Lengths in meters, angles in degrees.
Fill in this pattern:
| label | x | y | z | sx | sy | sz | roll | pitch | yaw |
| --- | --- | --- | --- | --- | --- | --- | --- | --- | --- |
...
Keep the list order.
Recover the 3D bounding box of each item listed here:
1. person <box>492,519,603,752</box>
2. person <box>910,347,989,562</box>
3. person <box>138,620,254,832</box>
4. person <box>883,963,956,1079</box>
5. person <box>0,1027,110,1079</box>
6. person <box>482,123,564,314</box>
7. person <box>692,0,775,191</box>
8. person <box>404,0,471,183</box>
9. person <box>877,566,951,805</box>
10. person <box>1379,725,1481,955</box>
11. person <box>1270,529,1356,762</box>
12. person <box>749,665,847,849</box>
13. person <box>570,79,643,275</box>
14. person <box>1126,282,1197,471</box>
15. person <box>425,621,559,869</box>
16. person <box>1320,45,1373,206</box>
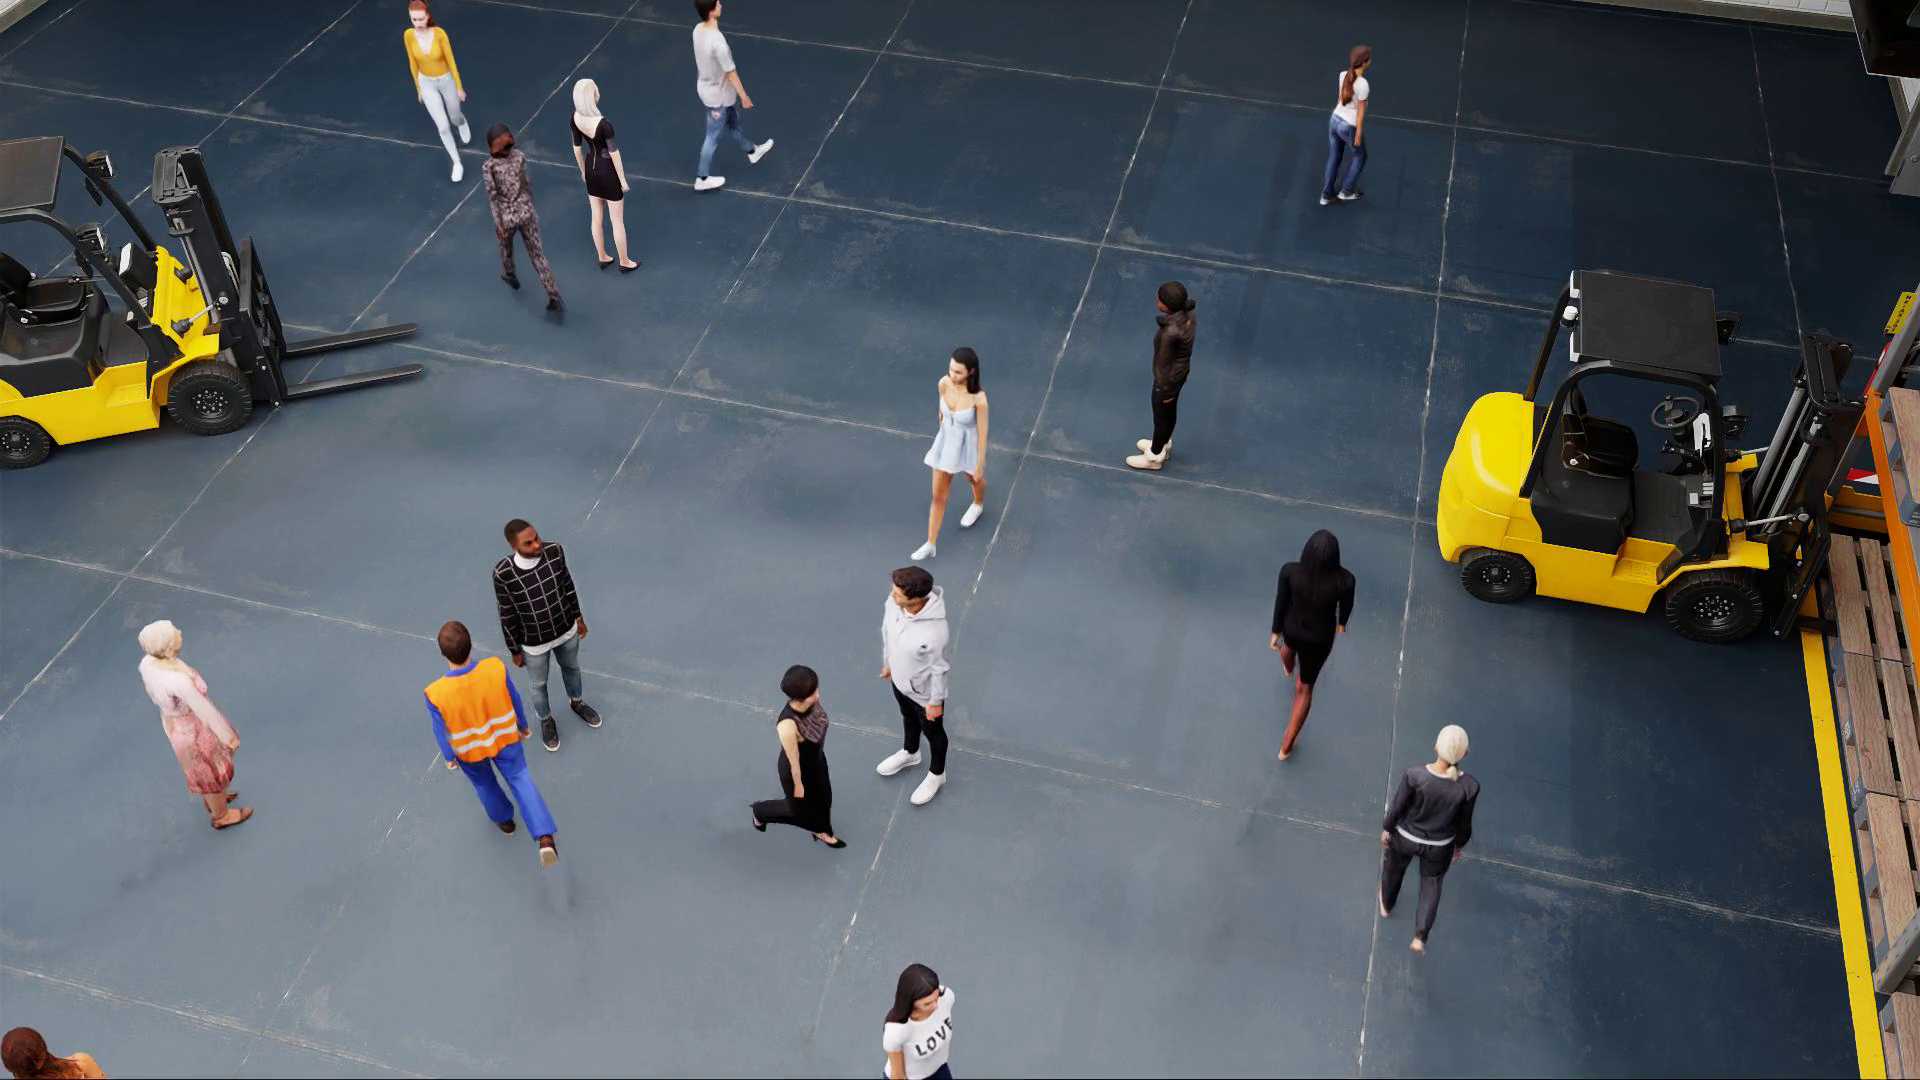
| label | x | y | z | sx | sy | sz | roll | pitch | yaw |
| --- | --- | --- | --- | --- | --- | --- | --- | --- | --- |
| person | -2.599 | 0.545 | 10.396 | 0.711 | 1.821 | 0.810 | -28 | 50 | -27 |
| person | 0.067 | -0.699 | 11.794 | 0.804 | 1.693 | 1.151 | 22 | 48 | 22 |
| person | -4.600 | 1.175 | 9.836 | 0.747 | 1.681 | 0.795 | 33 | 53 | 30 |
| person | -0.278 | 2.631 | 8.260 | 0.967 | 1.747 | 0.954 | -33 | 53 | -30 |
| person | -4.104 | 2.932 | 7.900 | 0.990 | 1.806 | 1.004 | -28 | 50 | -26 |
| person | -3.639 | -2.632 | 13.840 | 1.142 | 1.669 | 1.090 | -29 | 51 | -27 |
| person | -2.301 | -4.056 | 15.208 | 1.228 | 1.844 | 1.159 | -22 | 48 | -22 |
| person | -4.853 | -4.250 | 15.493 | 0.825 | 1.732 | 1.087 | -5 | 44 | -5 |
| person | -0.240 | 0.823 | 10.027 | 0.790 | 1.927 | 0.772 | -31 | 52 | -29 |
| person | 2.587 | 1.694 | 9.269 | 0.634 | 1.711 | 0.826 | 8 | 44 | 8 |
| person | 2.159 | 0.668 | 10.381 | 0.672 | 1.663 | 1.193 | 13 | 45 | 13 |
| person | -1.003 | 1.305 | 9.772 | 0.646 | 1.581 | 0.760 | 12 | 45 | 12 |
| person | -3.060 | -3.103 | 14.218 | 0.622 | 1.829 | 0.549 | 17 | 46 | 17 |
| person | 1.564 | -1.205 | 12.348 | 0.659 | 1.661 | 0.591 | -7 | 44 | -7 |
| person | -2.719 | 1.235 | 9.656 | 1.105 | 1.842 | 1.139 | -24 | 49 | -23 |
| person | 3.461 | -3.736 | 15.085 | 0.776 | 1.551 | 0.715 | -23 | 48 | -22 |
